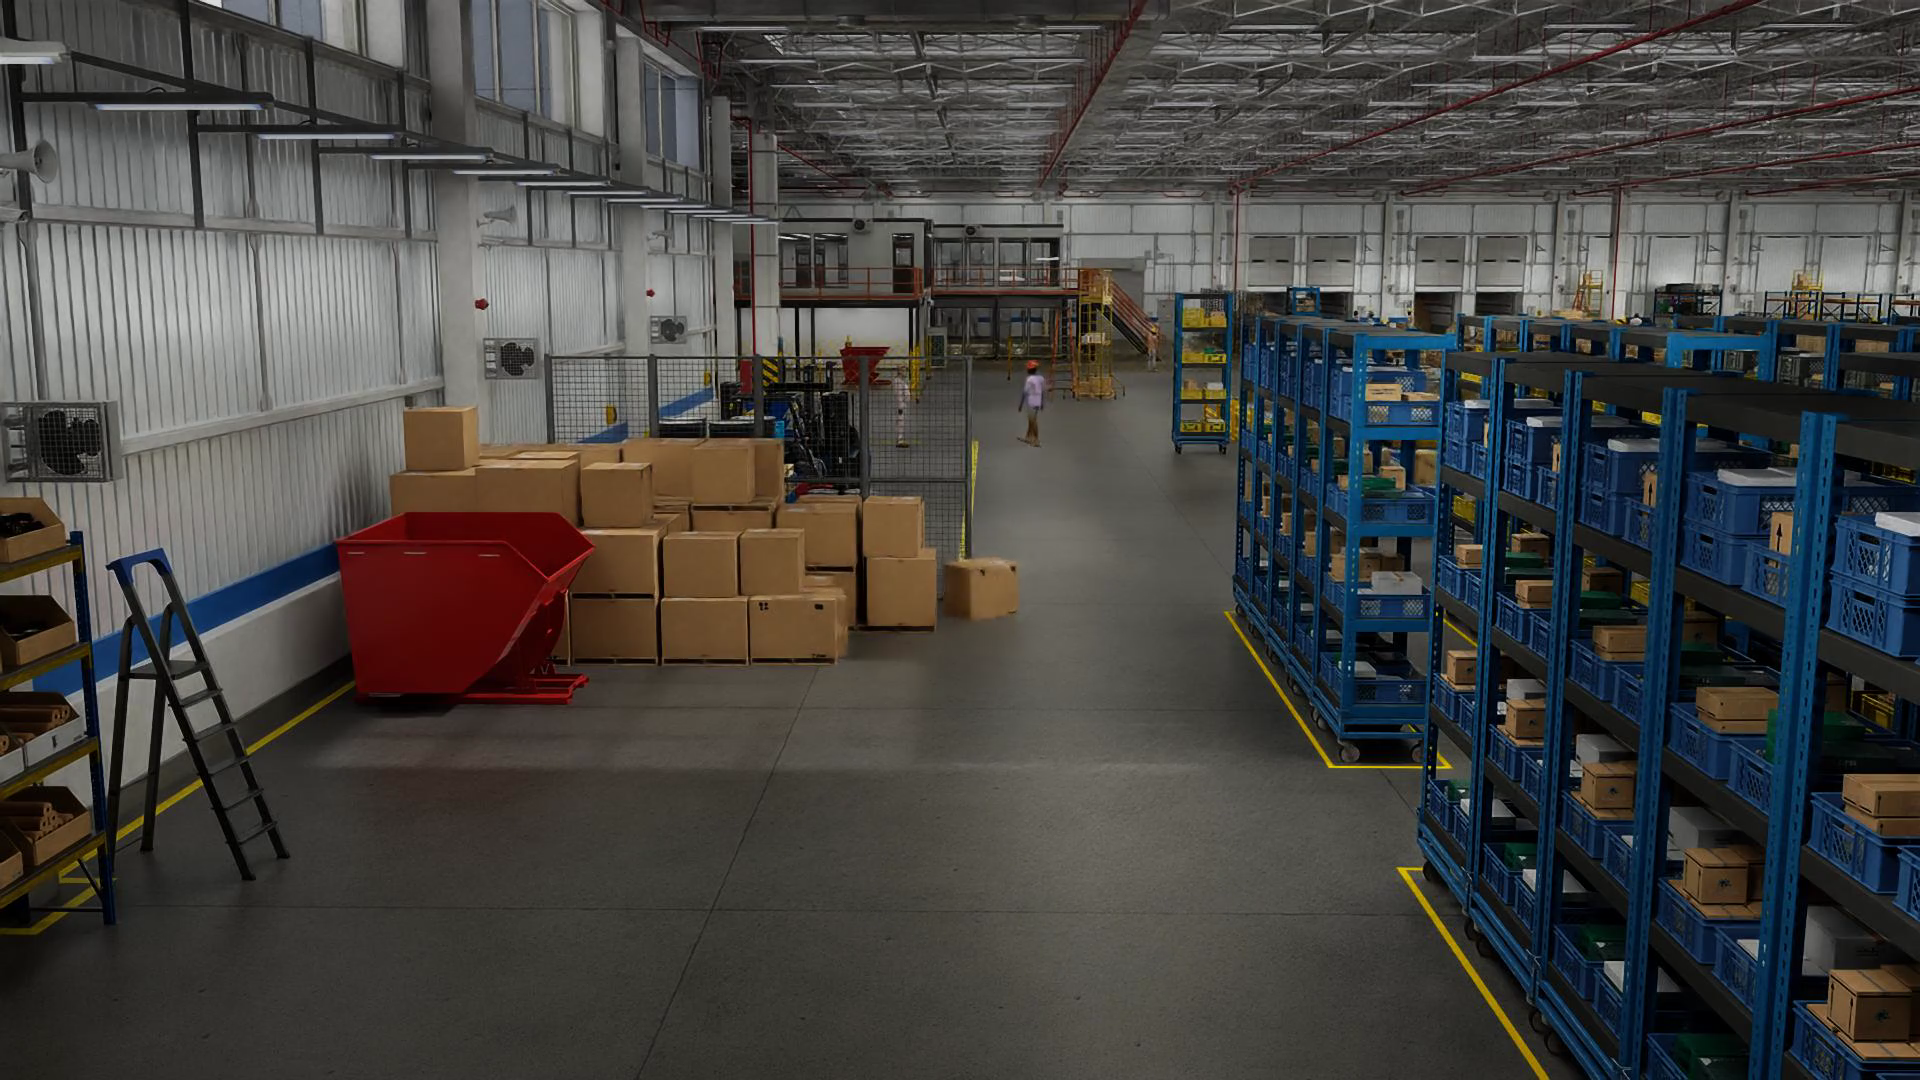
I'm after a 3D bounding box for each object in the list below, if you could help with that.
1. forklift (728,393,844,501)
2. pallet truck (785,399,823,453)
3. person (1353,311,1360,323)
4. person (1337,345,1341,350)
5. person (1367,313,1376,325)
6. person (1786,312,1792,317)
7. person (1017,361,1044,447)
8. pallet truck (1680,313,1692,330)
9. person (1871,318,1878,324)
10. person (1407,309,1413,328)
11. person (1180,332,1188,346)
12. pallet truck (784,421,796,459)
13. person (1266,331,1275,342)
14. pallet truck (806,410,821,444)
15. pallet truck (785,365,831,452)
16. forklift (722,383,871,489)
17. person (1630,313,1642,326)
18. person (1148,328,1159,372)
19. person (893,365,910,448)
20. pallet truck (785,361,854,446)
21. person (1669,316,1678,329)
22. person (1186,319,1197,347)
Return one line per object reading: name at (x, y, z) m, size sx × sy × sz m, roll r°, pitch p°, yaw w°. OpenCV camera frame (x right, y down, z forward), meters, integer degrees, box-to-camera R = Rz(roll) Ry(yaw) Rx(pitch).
forklift at (-2.979, -1.316, 26.476) m, size 2.680 × 1.987 × 1.157 m, roll 0°, pitch 9°, yaw 1°
pallet truck at (-3.814, -2.432, 36.419) m, size 1.630 × 1.274 × 0.653 m, roll 0°, pitch 9°, yaw 1°
person at (22.309, -12.006, 93.819) m, size 0.429 × 1.842 × 0.634 m, roll 5°, pitch 10°, yaw 29°
person at (14.976, -7.503, 66.045) m, size 0.546 × 1.835 × 0.468 m, roll 2°, pitch 9°, yaw 11°
person at (21.343, -10.860, 86.611) m, size 0.759 × 1.902 × 0.401 m, roll -7°, pitch 11°, yaw -36°
person at (44.290, -11.228, 88.889) m, size 0.580 × 1.889 × 0.814 m, roll -7°, pitch 11°, yaw -36°
person at (1.573, -3.196, 39.001) m, size 0.880 × 1.999 × 0.637 m, roll 7°, pitch 11°, yaw 36°
pallet truck at (36.315, -10.531, 84.244) m, size 0.823 × 1.965 × 1.885 m, roll -6°, pitch 11°, yaw -33°
person at (42.295, -9.336, 77.076) m, size 0.354 × 1.929 × 0.594 m, roll 6°, pitch 11°, yaw 32°
person at (25.590, -12.173, 94.620) m, size 0.398 × 1.918 × 0.586 m, roll 5°, pitch 11°, yaw 29°
person at (9.562, -8.466, 71.623) m, size 0.432 × 1.948 × 0.617 m, roll 9°, pitch 13°, yaw 43°
pallet truck at (-4.013, -1.793, 32.705) m, size 1.601 × 1.201 × 0.680 m, roll 0°, pitch 9°, yaw 1°
person at (13.537, -8.496, 72.335) m, size 0.987 × 1.791 × 0.536 m, roll -6°, pitch 11°, yaw -32°
pallet truck at (-3.559, -2.018, 33.905) m, size 1.522 × 1.261 × 0.704 m, roll 0°, pitch 9°, yaw -1°
pallet truck at (-3.774, -2.976, 37.635) m, size 1.885 × 1.965 × 0.823 m, roll 1°, pitch 9°, yaw 5°
forklift at (-2.893, -1.687, 28.729) m, size 2.680 × 1.987 × 1.157 m, roll 0°, pitch 9°, yaw -1°
person at (34.647, -10.670, 85.280) m, size 0.373 × 1.940 × 0.630 m, roll -8°, pitch 12°, yaw -42°
person at (7.857, -7.725, 67.648) m, size 0.312 × 1.768 × 0.522 m, roll -8°, pitch 12°, yaw -40°
person at (-1.351, -3.111, 38.750) m, size 0.408 × 1.908 × 0.643 m, roll 0°, pitch 9°, yaw 3°
pallet truck at (-3.410, -3.193, 38.978) m, size 1.885 × 1.965 × 0.823 m, roll 0°, pitch 9°, yaw -1°
person at (36.763, -10.627, 85.429) m, size 0.652 × 1.797 × 0.761 m, roll -8°, pitch 12°, yaw -40°
person at (12.096, -10.985, 87.467) m, size 0.750 × 1.862 × 0.590 m, roll 6°, pitch 11°, yaw 32°
